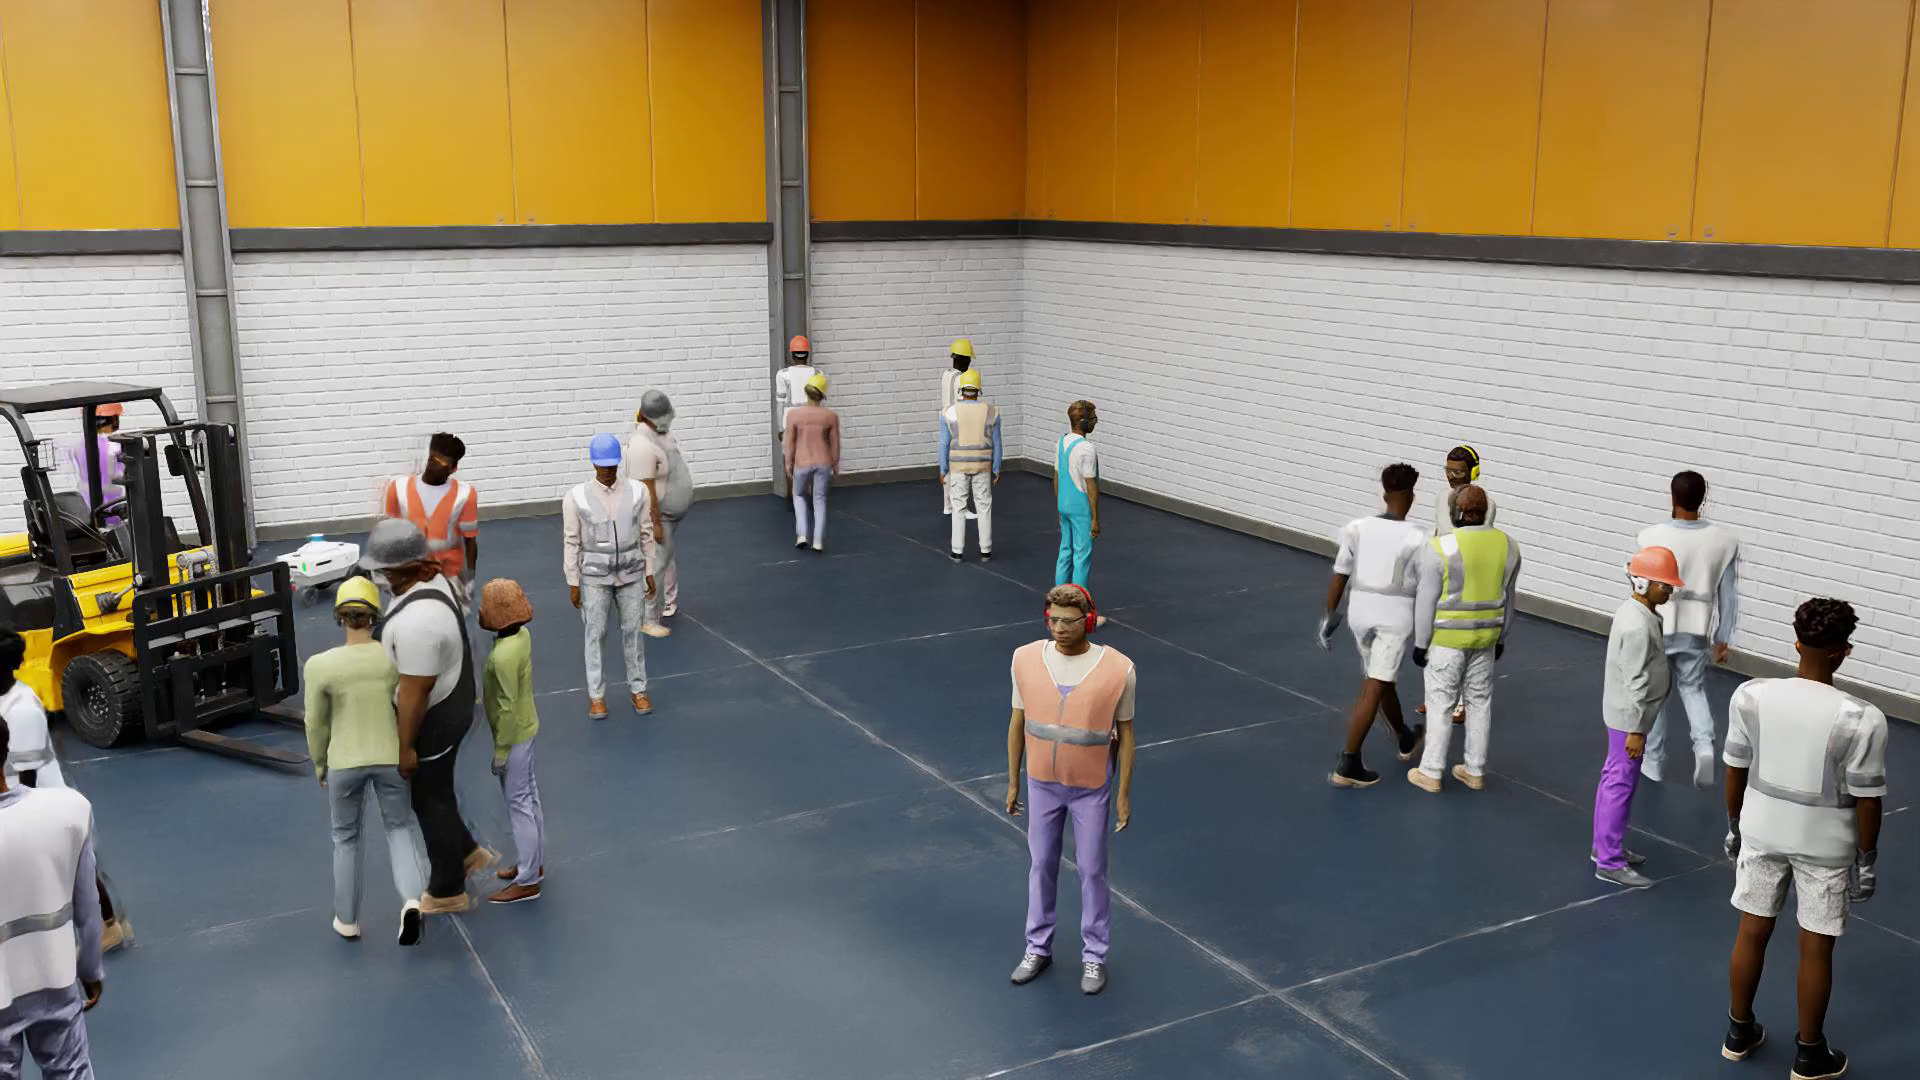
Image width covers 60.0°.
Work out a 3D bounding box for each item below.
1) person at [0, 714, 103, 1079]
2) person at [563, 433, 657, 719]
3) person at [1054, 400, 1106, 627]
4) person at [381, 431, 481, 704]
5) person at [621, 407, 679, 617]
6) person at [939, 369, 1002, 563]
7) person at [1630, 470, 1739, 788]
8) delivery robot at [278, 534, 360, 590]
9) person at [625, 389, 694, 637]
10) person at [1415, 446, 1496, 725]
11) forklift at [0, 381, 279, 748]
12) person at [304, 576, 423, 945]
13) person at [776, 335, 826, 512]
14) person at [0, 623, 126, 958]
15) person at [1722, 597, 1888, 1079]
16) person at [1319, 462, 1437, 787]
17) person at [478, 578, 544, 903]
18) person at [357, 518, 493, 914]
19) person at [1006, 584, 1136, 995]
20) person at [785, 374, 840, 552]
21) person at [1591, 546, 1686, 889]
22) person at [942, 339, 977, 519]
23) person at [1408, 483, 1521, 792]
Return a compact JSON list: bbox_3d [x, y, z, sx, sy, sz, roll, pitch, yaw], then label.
[{"bbox_3d":[-3.075,1.465,5.411,0.387,1.912,0.590,10,16,39],"label":"person"},{"bbox_3d":[-2.326,0.239,11.100,0.615,1.937,0.426,-6,13,-25],"label":"person"},{"bbox_3d":[0.961,-0.213,13.420,0.332,1.844,0.518,-7,14,-30],"label":"person"},{"bbox_3d":[-3.637,0.216,11.252,0.770,1.930,0.370,-2,12,-8],"label":"person"},{"bbox_3d":[-2.554,-0.240,13.725,0.533,1.772,0.298,3,12,14],"label":"person"},{"bbox_3d":[0.095,-0.696,15.716,0.602,1.830,0.404,-1,12,-6],"label":"person"},{"bbox_3d":[4.238,0.540,9.775,0.595,1.903,0.651,1,12,3],"label":"person"},{"bbox_3d":[-5.528,0.189,14.349,0.477,0.478,0.707,5,13,22],"label":"delivery robot"},{"bbox_3d":[-2.382,-0.279,13.270,0.535,2.000,0.862,-1,12,-3],"label":"person"},{"bbox_3d":[3.289,0.290,11.039,0.333,1.860,0.510,-7,14,-31],"label":"person"},{"bbox_3d":[-5.853,0.085,11.199,2.313,2.155,1.214,7,14,28],"label":"forklift"},{"bbox_3d":[-2.740,1.052,7.739,0.550,1.735,0.613,-5,13,-22],"label":"person"},{"bbox_3d":[-1.739,-1.265,18.173,0.541,1.928,0.408,-3,12,-13],"label":"person"},{"bbox_3d":[-4.208,1.173,7.358,0.550,1.643,0.890,10,16,40],"label":"person"},{"bbox_3d":[3.330,1.182,6.597,0.367,1.966,0.606,-11,16,-41],"label":"person"},{"bbox_3d":[2.565,0.489,10.003,1.015,1.898,0.633,-11,16,-42],"label":"person"},{"bbox_3d":[-2.240,0.987,8.287,0.284,1.636,0.500,-1,12,-6],"label":"person"},{"bbox_3d":[-2.606,0.847,7.992,0.542,2.000,0.714,-2,12,-9],"label":"person"},{"bbox_3d":[0.487,1.081,7.355,0.571,1.841,0.376,4,13,18],"label":"person"},{"bbox_3d":[-1.441,-0.745,16.140,0.547,1.732,0.450,-3,12,-14],"label":"person"},{"bbox_3d":[3.464,0.883,8.504,0.339,1.748,0.565,4,13,19],"label":"person"},{"bbox_3d":[-0.005,-1.184,17.788,0.370,1.924,0.586,-4,13,-20],"label":"person"},{"bbox_3d":[2.938,0.577,9.758,0.631,1.833,0.429,-3,13,-16],"label":"person"}]
